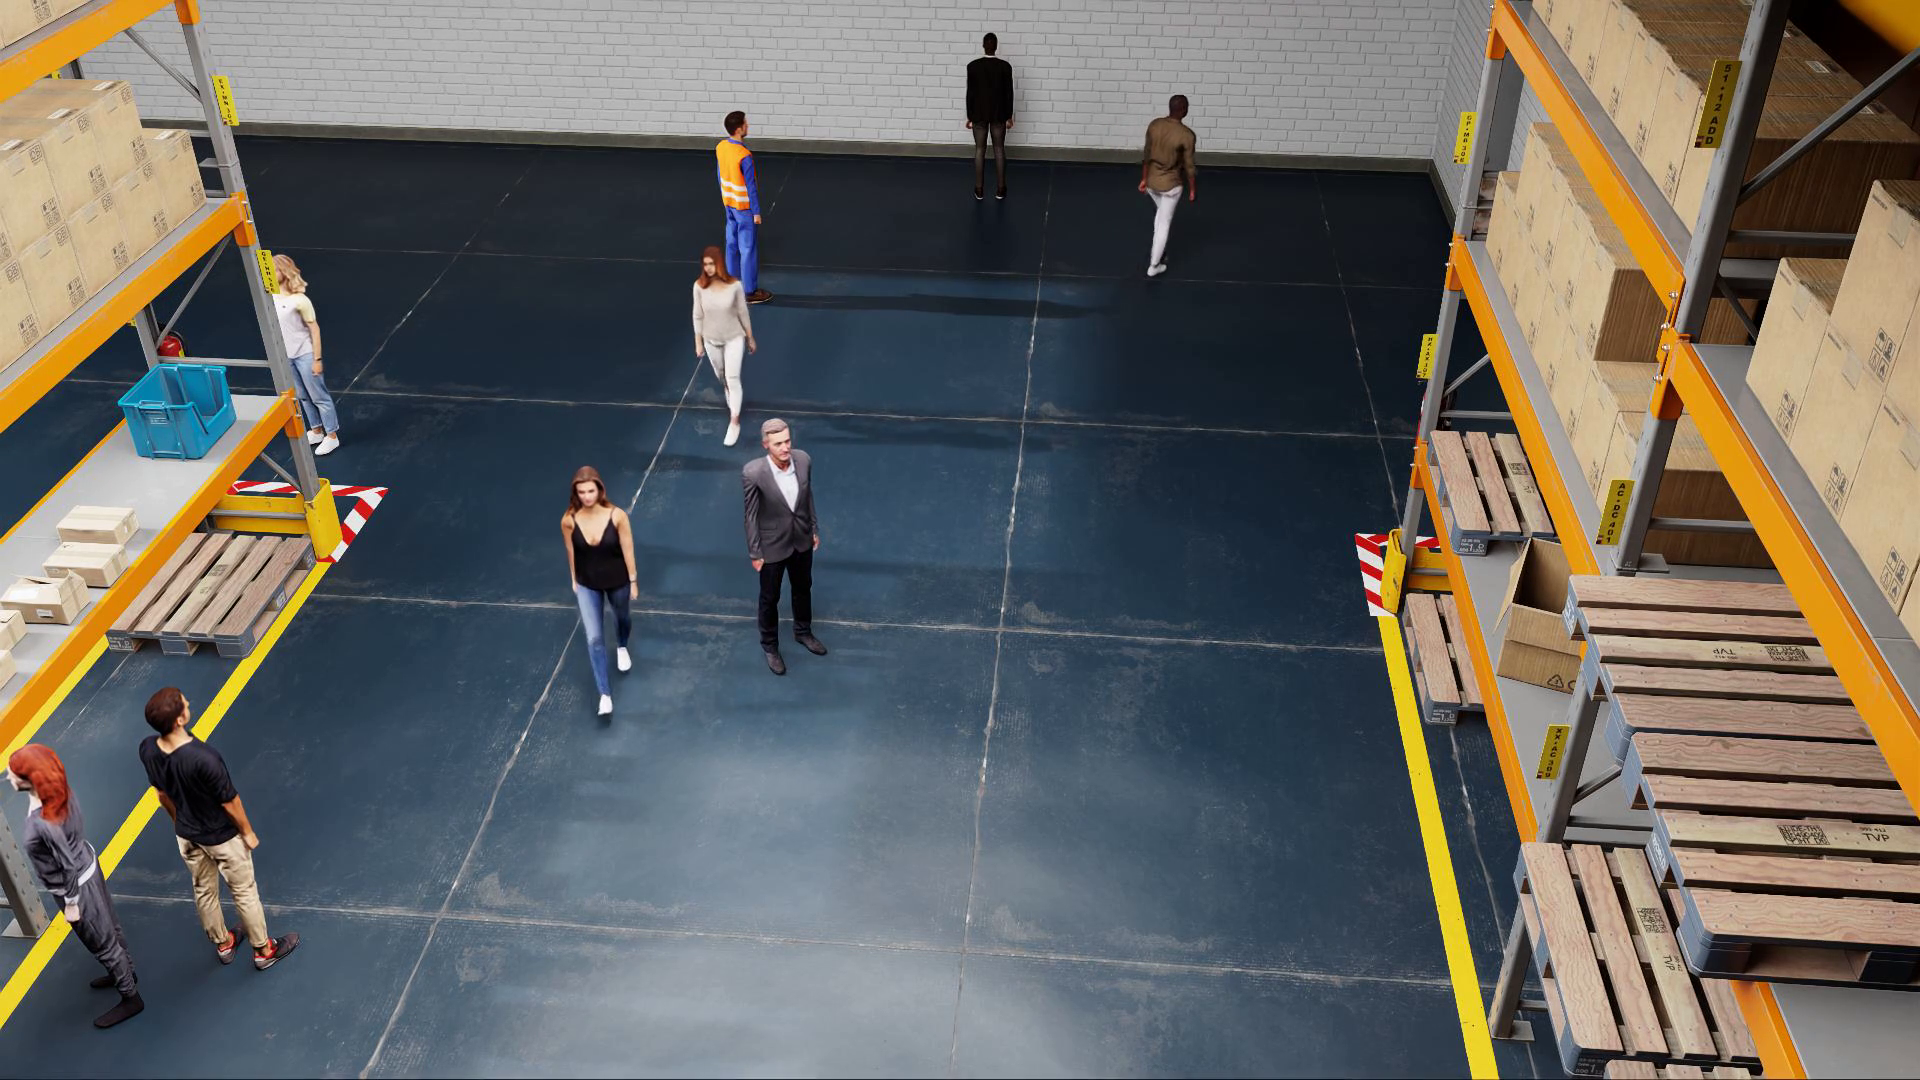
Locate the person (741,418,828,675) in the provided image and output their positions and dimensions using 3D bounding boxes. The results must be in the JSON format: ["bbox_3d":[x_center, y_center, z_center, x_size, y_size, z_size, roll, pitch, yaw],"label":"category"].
[{"bbox_3d":[-1.170,0.001,11.040,0.793,1.842,0.848,-24,40,-31],"label":"person"}]

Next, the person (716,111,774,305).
[{"bbox_3d":[-2.081,-3.165,15.783,0.841,1.863,0.787,-26,42,-34],"label":"person"}]

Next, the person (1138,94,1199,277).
[{"bbox_3d":[1.960,-3.428,16.232,0.891,1.805,0.929,26,41,33],"label":"person"}]

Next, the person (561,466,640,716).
[{"bbox_3d":[-2.315,0.235,10.841,0.775,1.673,1.107,-6,34,-10],"label":"person"}]

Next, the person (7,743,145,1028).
[{"bbox_3d":[-4.506,1.740,8.480,0.715,1.780,0.612,-16,37,-22],"label":"person"}]

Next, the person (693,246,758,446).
[{"bbox_3d":[-1.942,-1.706,13.750,0.665,1.683,1.089,0,34,0],"label":"person"}]

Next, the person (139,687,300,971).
[{"bbox_3d":[-3.945,1.524,8.732,0.663,1.859,0.576,8,34,12],"label":"person"}]

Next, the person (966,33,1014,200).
[{"bbox_3d":[0.317,-4.576,17.964,0.682,1.800,0.562,0,34,0],"label":"person"}]

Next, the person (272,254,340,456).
[{"bbox_3d":[-5.306,-1.501,13.407,0.708,1.723,0.698,19,38,26],"label":"person"}]
